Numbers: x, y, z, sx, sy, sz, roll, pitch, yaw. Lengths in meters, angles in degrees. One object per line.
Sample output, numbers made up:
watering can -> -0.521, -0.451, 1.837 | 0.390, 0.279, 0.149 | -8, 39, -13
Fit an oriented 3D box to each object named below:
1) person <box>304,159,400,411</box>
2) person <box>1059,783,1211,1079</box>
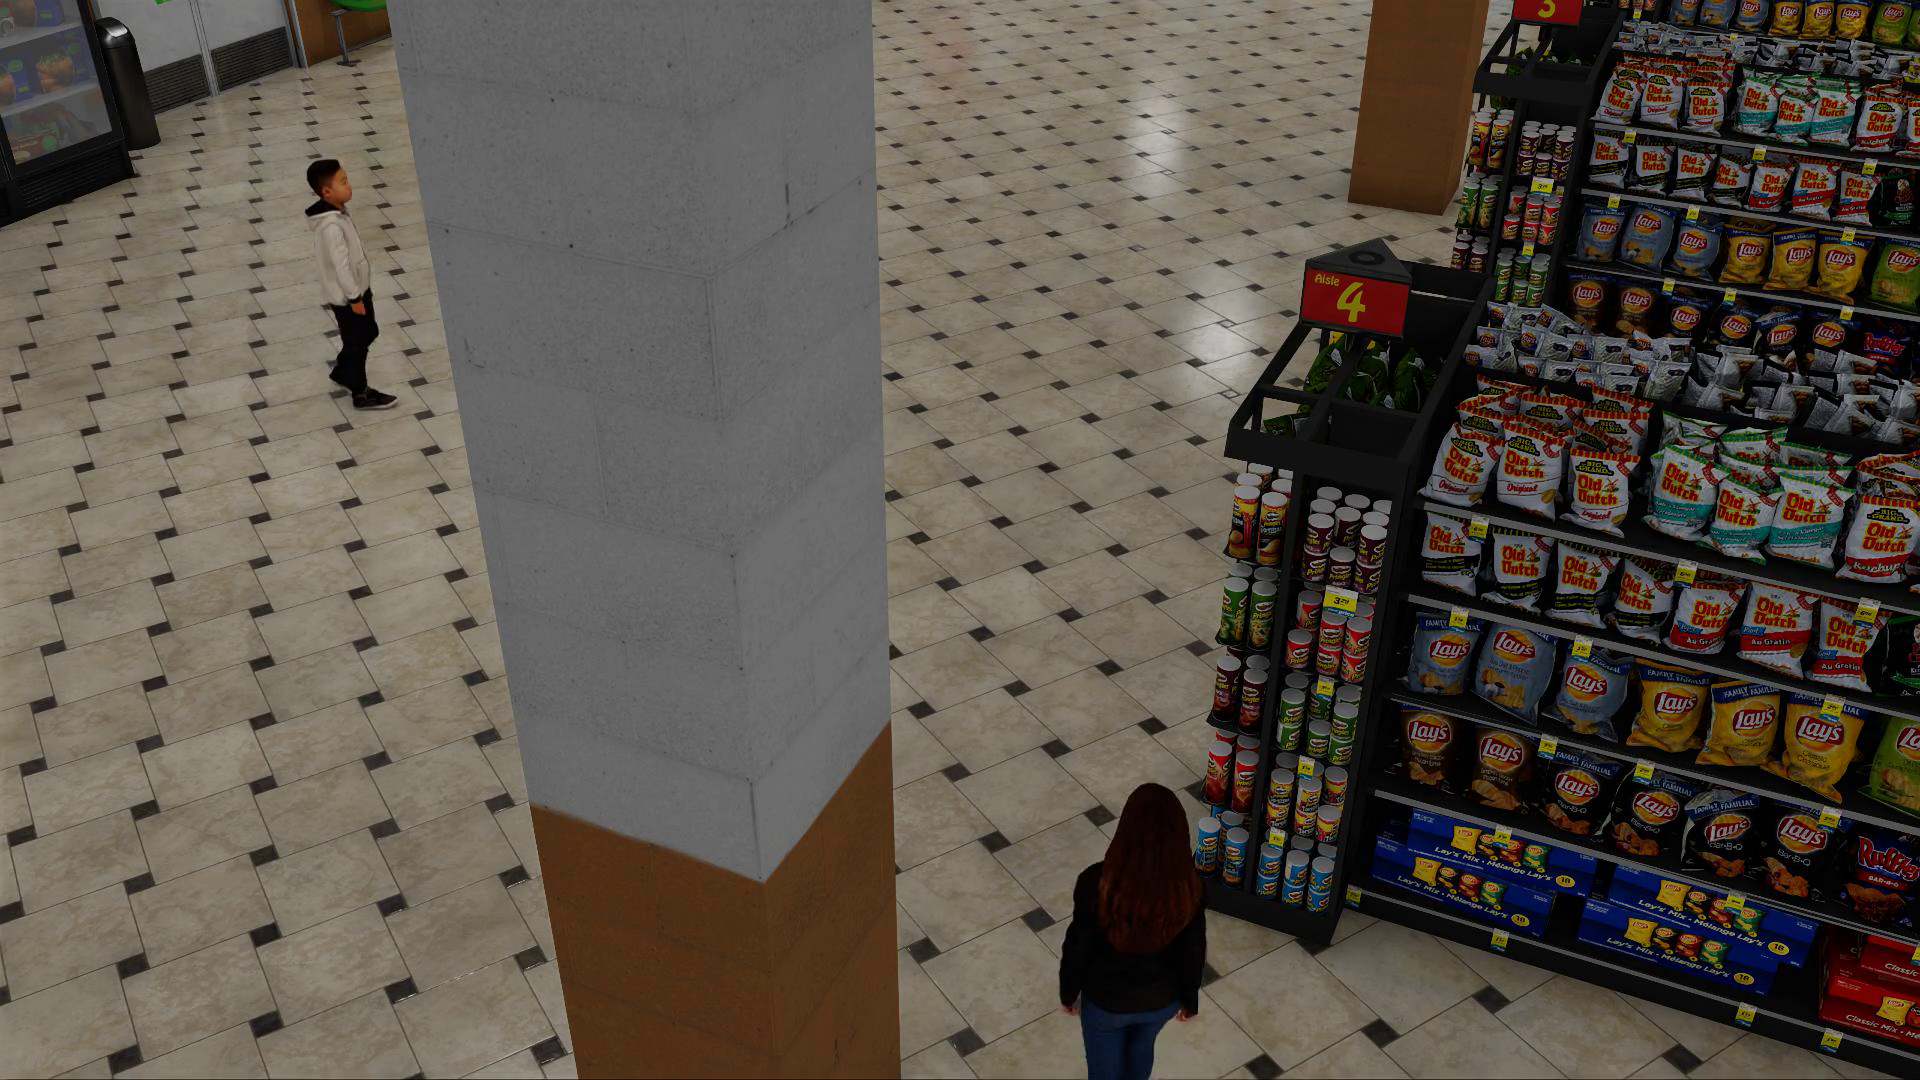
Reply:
person -> -3.441, -1.384, 9.150 | 0.768, 1.447, 0.719 | -7, 33, -12
person -> 0.497, 1.334, 4.765 | 0.925, 1.463, 0.899 | -3, 32, -4
